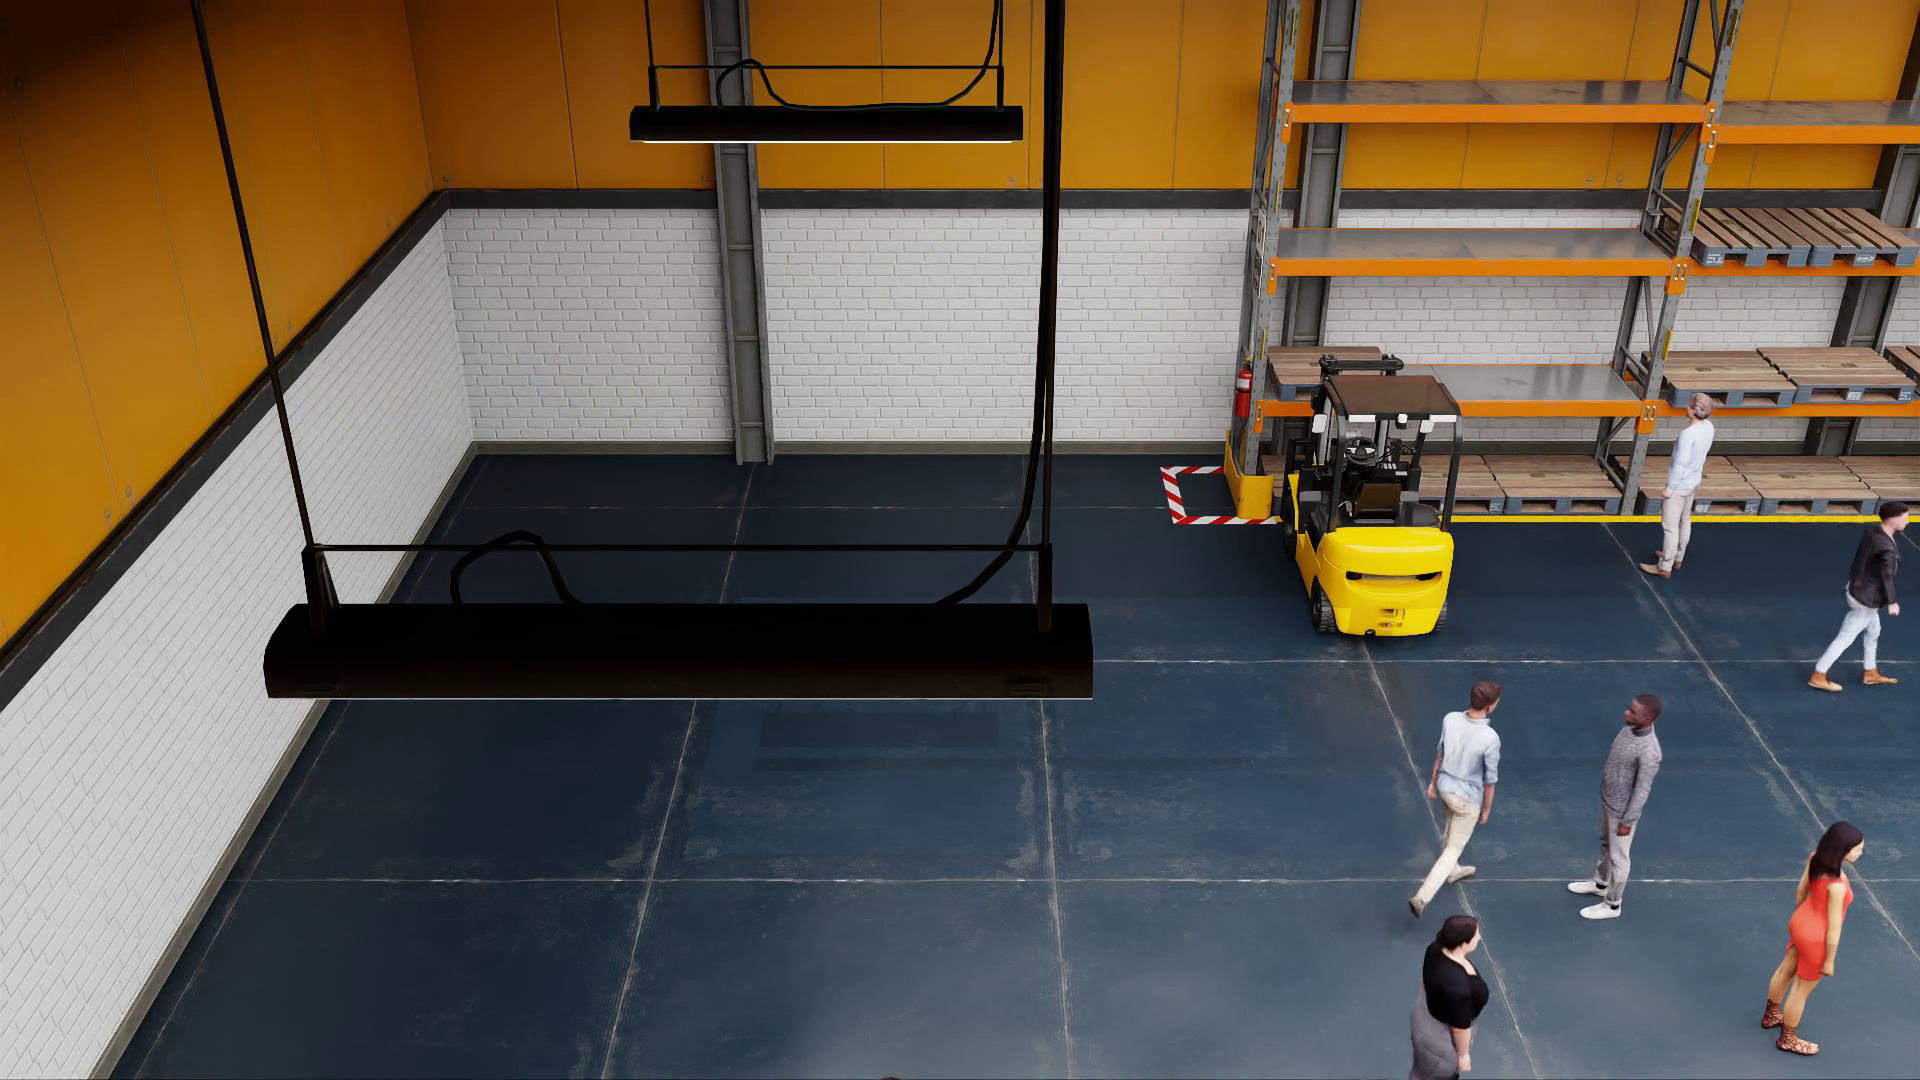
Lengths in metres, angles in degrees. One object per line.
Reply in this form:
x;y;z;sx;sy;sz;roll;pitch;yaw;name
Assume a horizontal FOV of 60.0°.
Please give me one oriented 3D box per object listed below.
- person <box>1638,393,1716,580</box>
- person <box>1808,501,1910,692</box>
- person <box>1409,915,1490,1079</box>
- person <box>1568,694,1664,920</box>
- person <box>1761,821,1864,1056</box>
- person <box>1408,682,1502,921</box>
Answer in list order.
6.955;-0.540;16.005;0.741;1.893;0.812;-23;36;-36;person
7.626;0.495;14.192;1.044;1.813;0.824;8;30;15;person
2.730;2.939;9.797;1.082;1.730;0.678;1;29;2;person
4.663;1.850;11.681;0.550;1.838;0.683;1;29;3;person
5.420;2.516;10.582;0.511;1.721;0.581;0;29;1;person
3.458;1.839;11.723;1.243;1.817;1.079;-19;34;-30;person
